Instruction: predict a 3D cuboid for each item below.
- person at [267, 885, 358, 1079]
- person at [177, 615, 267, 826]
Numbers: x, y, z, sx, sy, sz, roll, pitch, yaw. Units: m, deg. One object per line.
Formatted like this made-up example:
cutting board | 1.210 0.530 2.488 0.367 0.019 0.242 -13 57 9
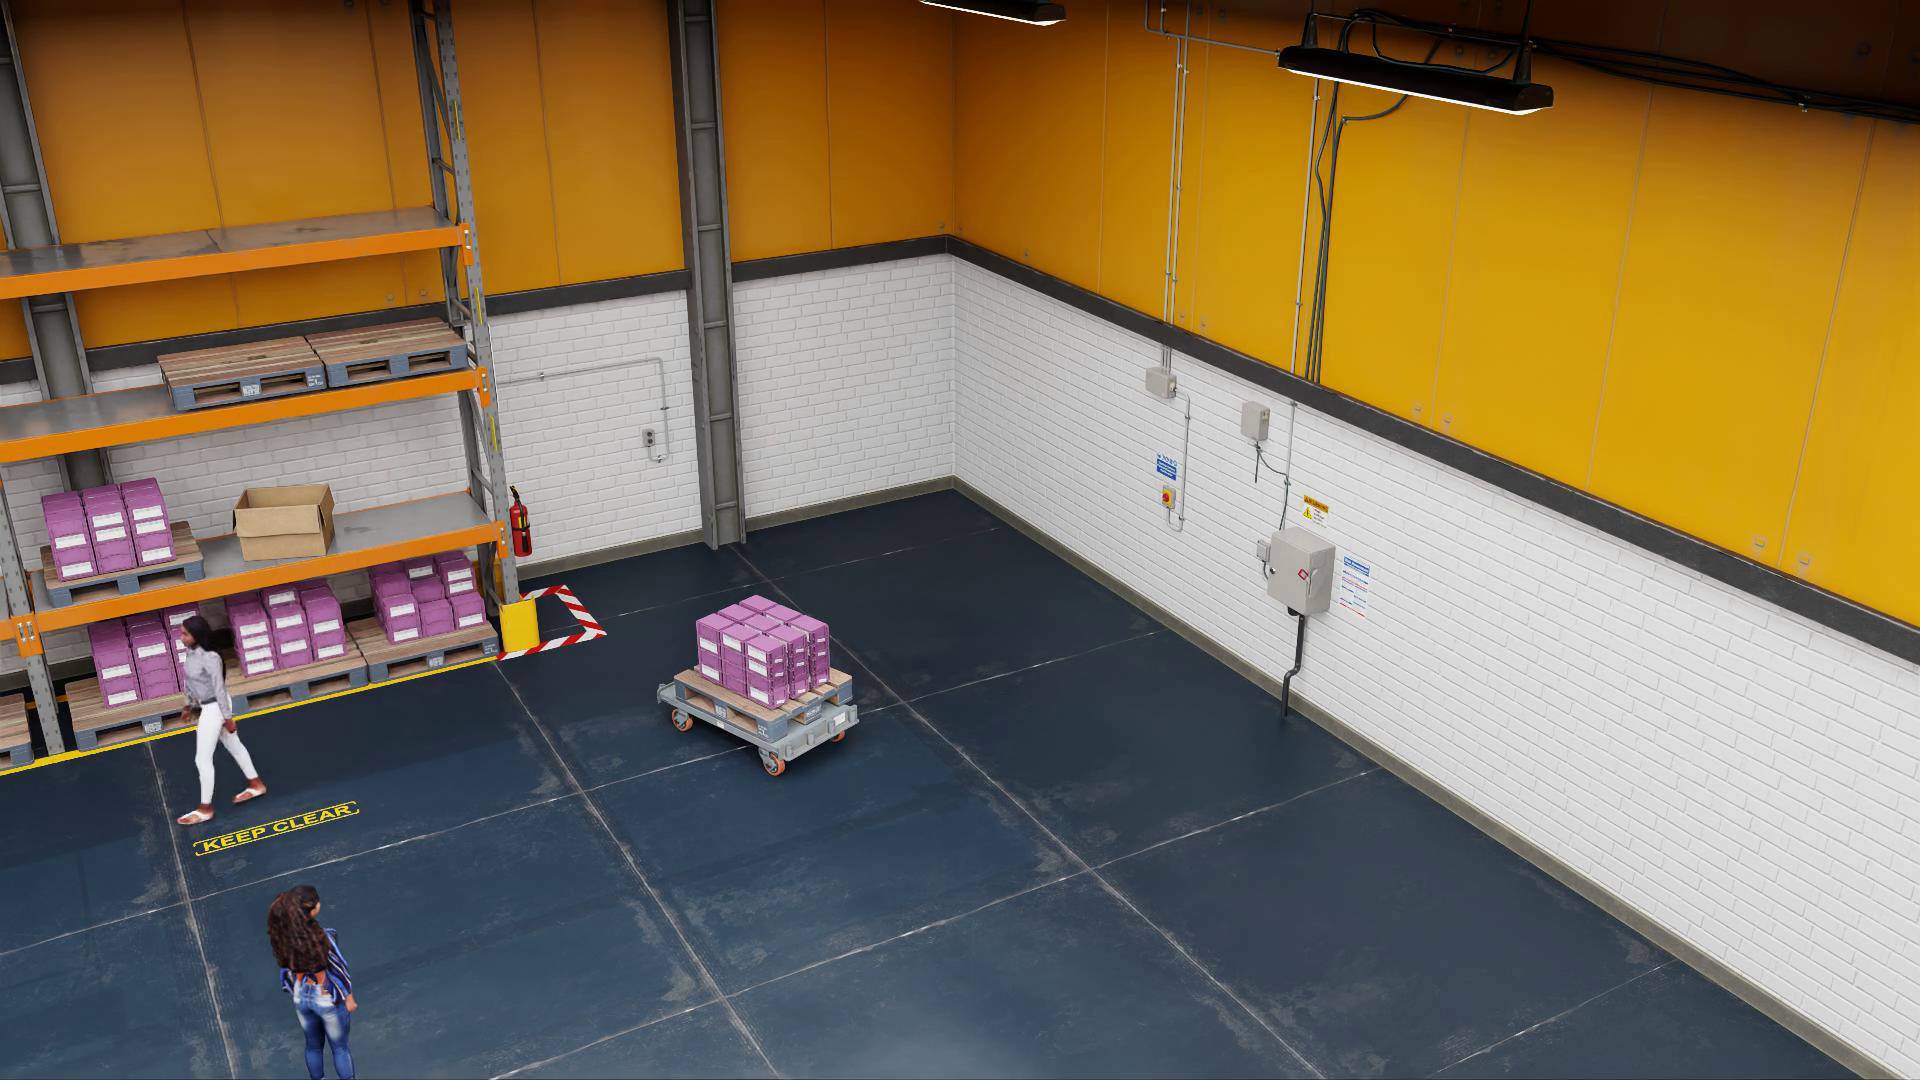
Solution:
person | -3.865 2.767 10.046 0.689 1.614 0.746 6 24 14
person | -5.818 1.347 13.190 0.983 1.697 0.696 -17 29 -34
